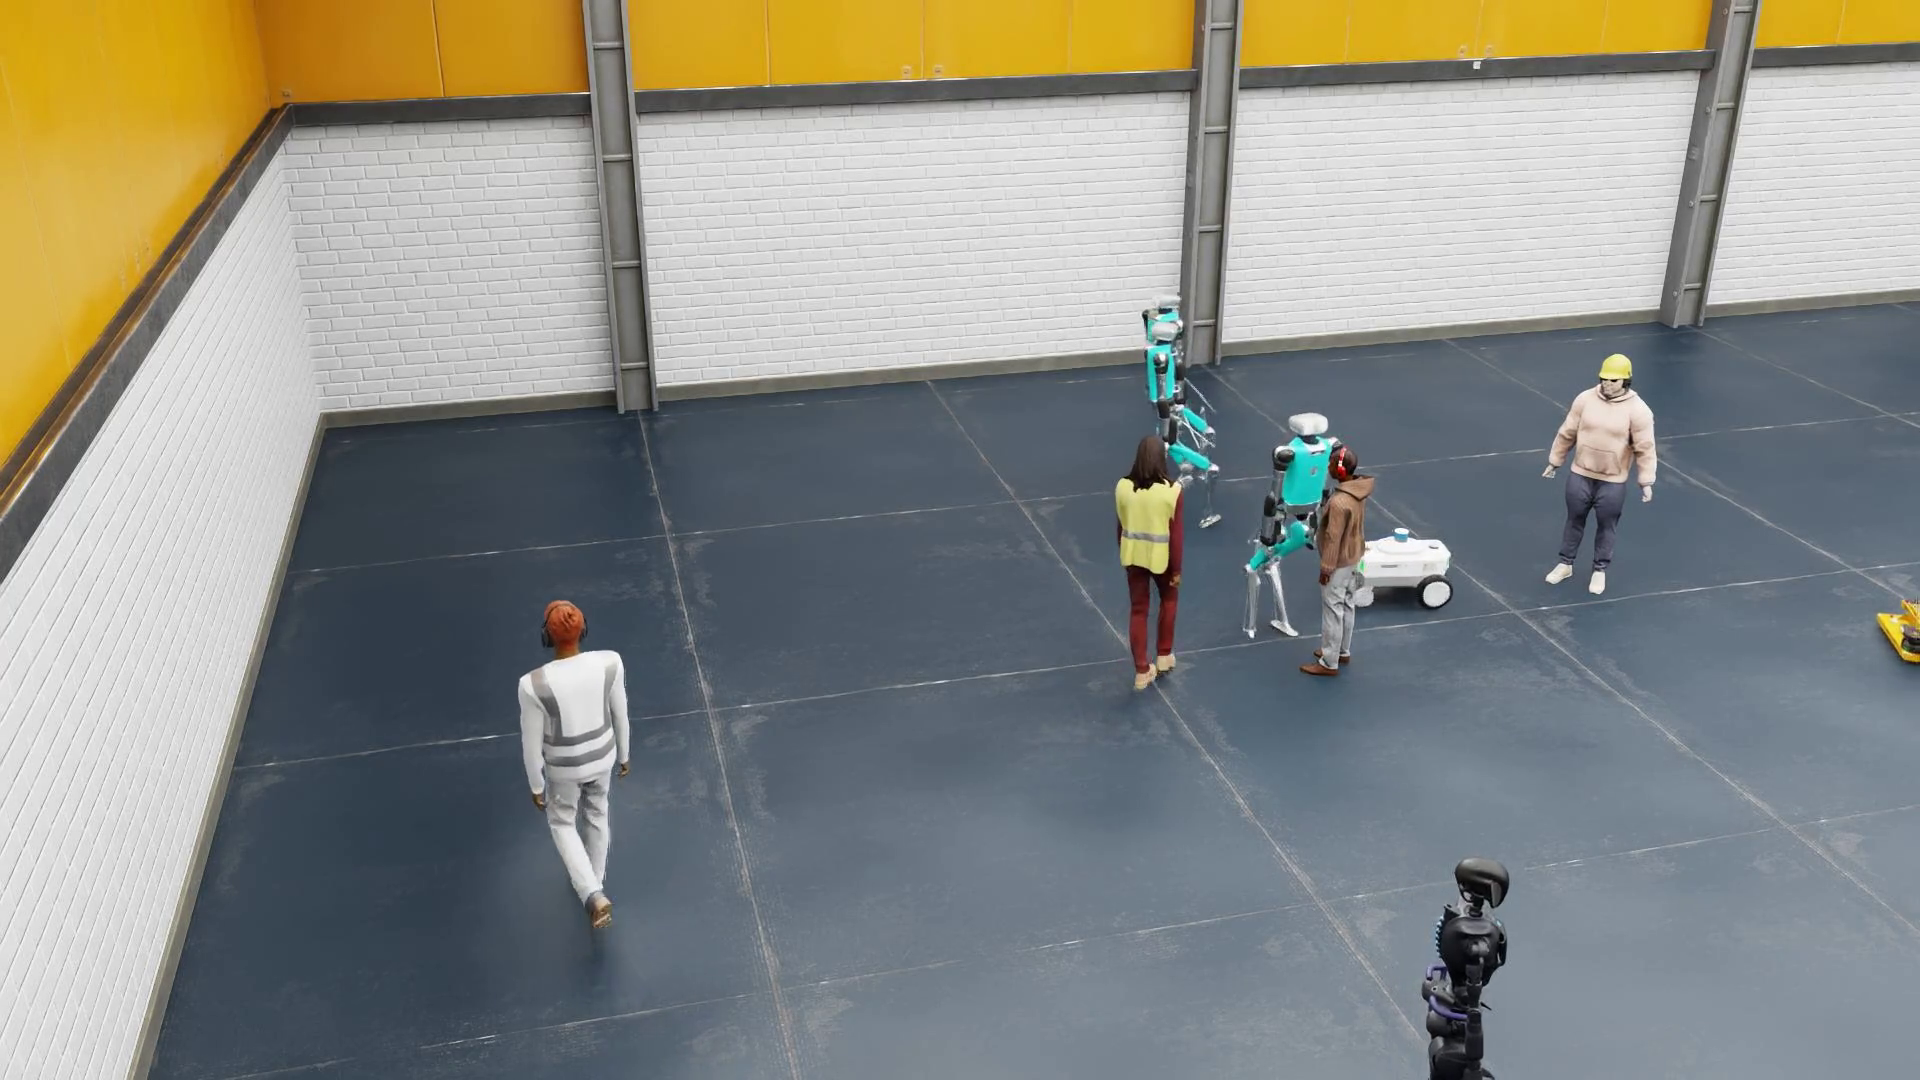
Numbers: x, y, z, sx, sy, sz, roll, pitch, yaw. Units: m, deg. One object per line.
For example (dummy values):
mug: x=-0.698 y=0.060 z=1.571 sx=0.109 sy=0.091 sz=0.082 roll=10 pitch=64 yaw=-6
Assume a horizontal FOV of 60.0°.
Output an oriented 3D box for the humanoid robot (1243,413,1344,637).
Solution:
humanoid robot: x=2.265 y=-0.103 z=11.784 sx=0.530 sy=1.793 sz=0.742 roll=-10 pitch=26 yaw=-22

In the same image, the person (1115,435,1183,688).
person: x=1.288 y=0.121 z=11.237 sx=0.476 sy=1.752 sz=0.594 roll=8 pitch=25 yaw=18

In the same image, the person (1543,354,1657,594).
person: x=4.844 y=-0.515 z=12.545 sx=0.805 sy=1.867 sz=0.420 roll=17 pitch=29 yaw=34

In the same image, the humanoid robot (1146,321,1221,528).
humanoid robot: x=1.899 y=-0.906 z=13.628 sx=0.926 sy=1.790 sz=0.530 roll=2 pitch=24 yaw=4

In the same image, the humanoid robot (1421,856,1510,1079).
humanoid robot: x=2.052 y=2.027 z=7.063 sx=0.741 sy=1.638 sz=0.601 roll=4 pitch=24 yaw=8

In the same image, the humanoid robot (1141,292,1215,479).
humanoid robot: x=1.997 y=-1.325 z=14.635 sx=0.818 sy=1.808 sz=0.530 roll=-12 pitch=26 yaw=-24

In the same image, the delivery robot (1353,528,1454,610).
delivery robot: x=3.304 y=0.201 z=12.540 sx=0.781 sy=0.587 sz=0.499 roll=-2 pitch=24 yaw=-4

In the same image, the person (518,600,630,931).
person: x=-1.970 y=1.191 z=8.677 sx=0.580 sy=1.864 sz=0.648 roll=-14 pitch=28 yaw=-29

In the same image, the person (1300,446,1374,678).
person: x=2.584 y=0.149 z=11.313 sx=0.322 sy=1.647 sz=0.462 roll=13 pitch=27 yaw=28

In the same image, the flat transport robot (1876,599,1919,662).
flat transport robot: x=7.360 y=0.705 z=11.759 sx=1.431 sy=0.231 sz=0.659 roll=5 pitch=24 yaw=10
